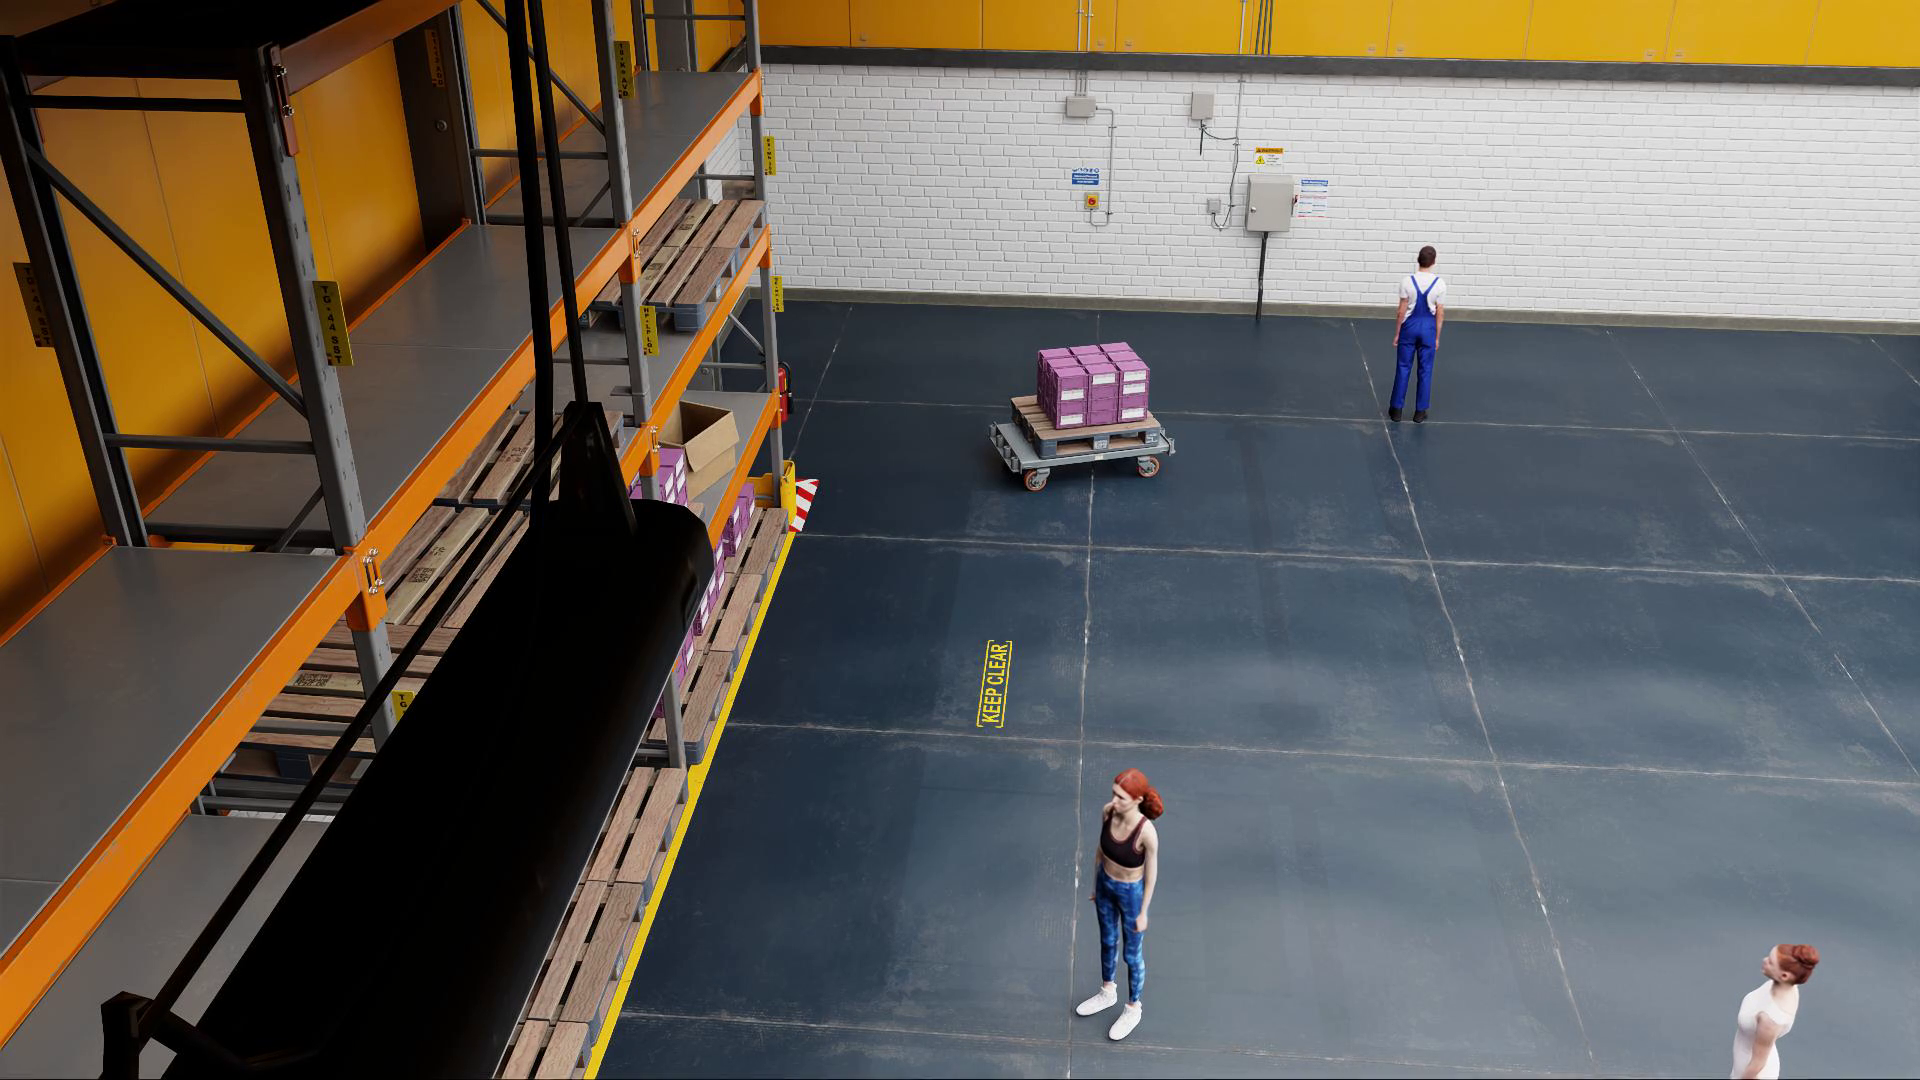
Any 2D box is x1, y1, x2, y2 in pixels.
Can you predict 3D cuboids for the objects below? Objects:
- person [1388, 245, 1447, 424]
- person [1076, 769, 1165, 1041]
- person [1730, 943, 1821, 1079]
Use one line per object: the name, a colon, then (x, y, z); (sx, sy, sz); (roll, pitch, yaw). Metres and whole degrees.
person: (4.657, -2.099, 16.947); (0.668, 1.849, 0.633); (8, 30, 14)
person: (0.920, 2.041, 9.425); (0.745, 1.785, 0.687); (-23, 36, -36)
person: (3.943, 2.673, 8.259); (0.691, 1.793, 0.555); (16, 33, 27)
